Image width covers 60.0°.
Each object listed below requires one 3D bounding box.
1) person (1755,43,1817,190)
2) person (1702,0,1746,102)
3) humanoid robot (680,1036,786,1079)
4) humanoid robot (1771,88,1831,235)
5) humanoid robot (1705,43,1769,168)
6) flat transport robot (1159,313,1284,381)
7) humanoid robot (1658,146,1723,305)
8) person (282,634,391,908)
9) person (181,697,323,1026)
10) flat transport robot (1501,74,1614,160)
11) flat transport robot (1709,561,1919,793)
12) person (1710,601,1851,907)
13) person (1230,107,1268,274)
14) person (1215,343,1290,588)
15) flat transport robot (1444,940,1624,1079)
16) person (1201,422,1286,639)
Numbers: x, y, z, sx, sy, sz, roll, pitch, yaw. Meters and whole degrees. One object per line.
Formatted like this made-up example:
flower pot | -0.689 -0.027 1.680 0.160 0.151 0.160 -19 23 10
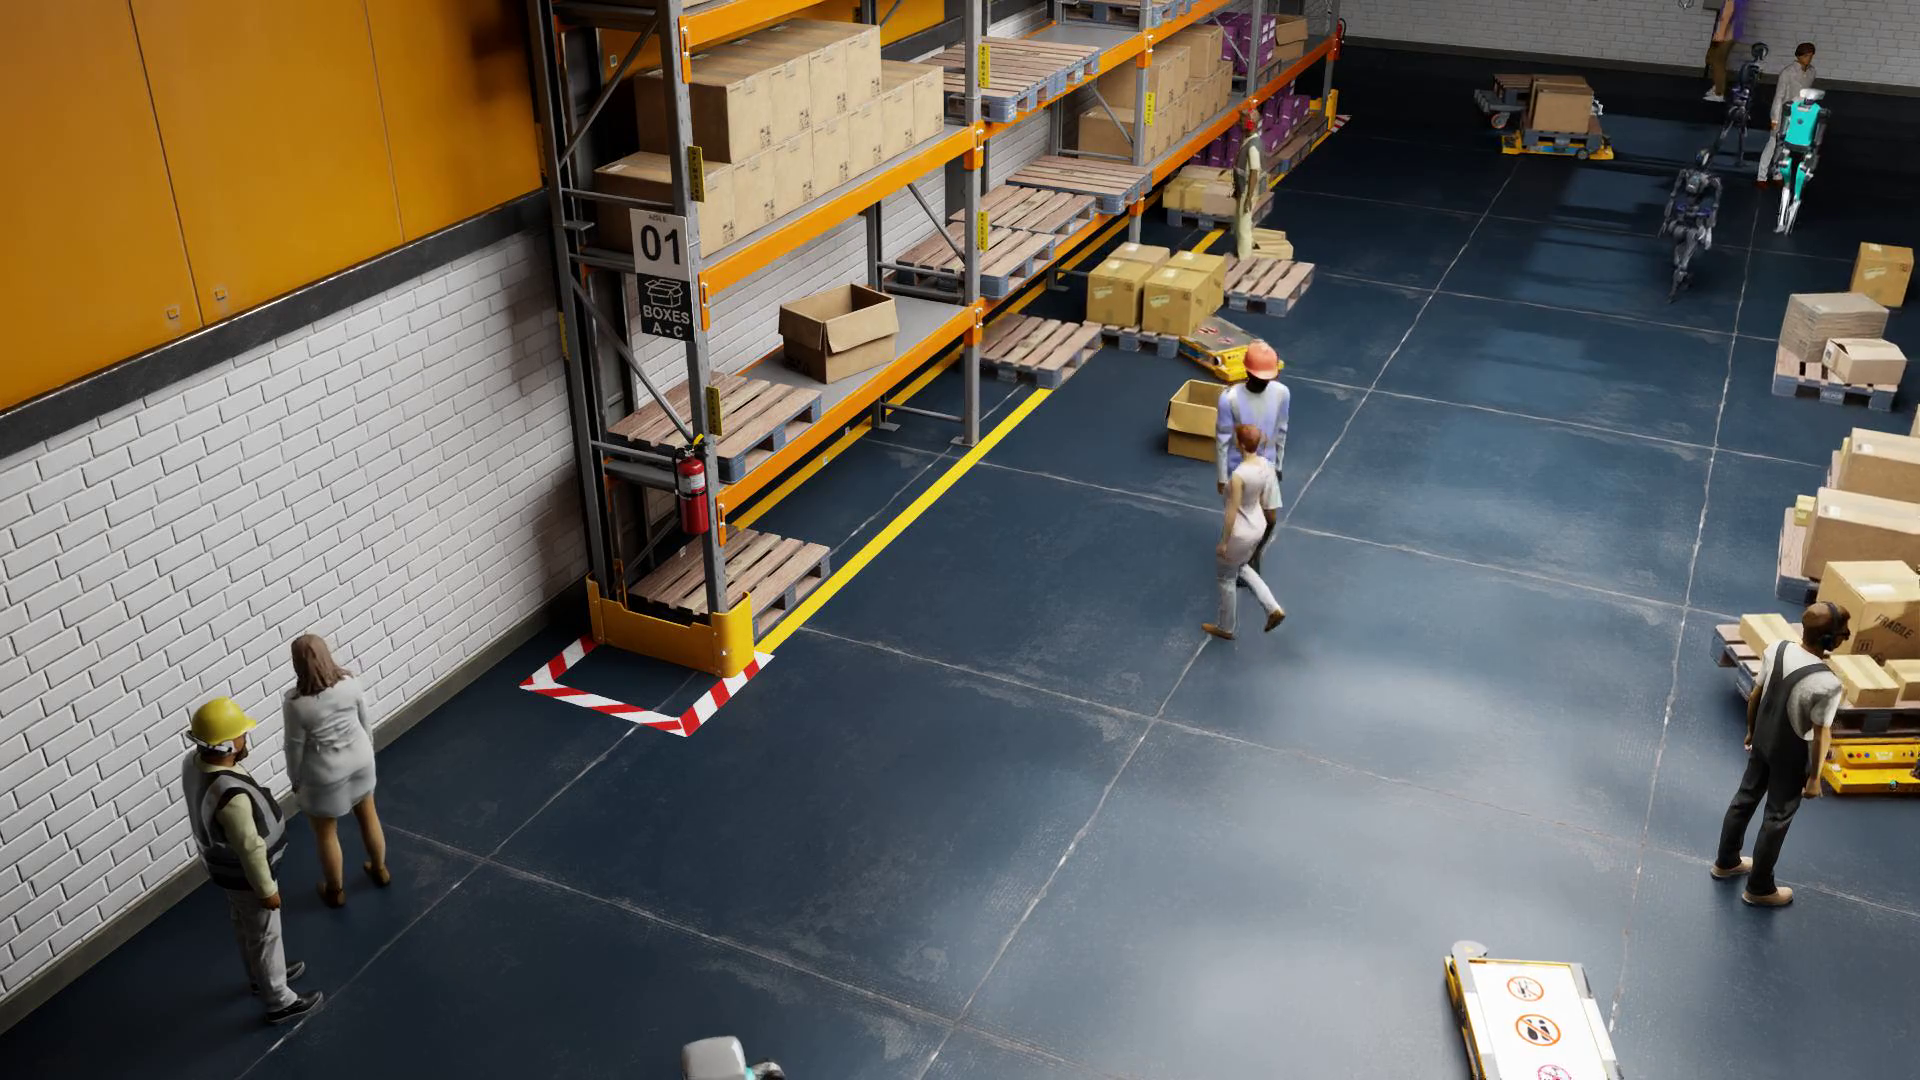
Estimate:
person | 10.473 -5.344 20.994 0.515 1.829 0.361 -6 29 -12
person | 11.536 -7.599 25.091 0.490 1.915 0.549 16 32 27
humanoid robot | -0.781 2.748 6.189 0.537 1.879 0.733 -12 31 -21
humanoid robot | 9.773 -4.346 19.338 0.737 1.871 0.539 -23 36 -36
humanoid robot | 10.269 -5.713 21.863 0.633 1.634 0.609 3 28 5
flat transport robot | 2.469 -1.926 16.300 0.659 0.231 1.431 -15 32 -25
humanoid robot | 7.698 -3.322 17.433 0.692 1.636 0.599 -21 35 -33
person | -3.379 1.232 8.982 0.339 1.656 0.486 25 37 38
person | -3.503 1.574 8.177 0.403 1.825 0.589 -22 35 -35
flat transport robot | 8.172 -5.415 22.769 1.431 0.231 0.659 7 29 13
flat transport robot | 5.613 1.123 10.647 0.659 0.231 1.431 -1 28 -2
person | 4.429 1.146 8.946 0.325 1.842 0.513 -9 30 -16
person | 3.116 -3.762 18.067 0.429 1.830 0.595 2 28 3
person | 2.094 -0.497 11.908 0.552 1.917 0.549 -4 29 -8
flat transport robot | 2.811 2.517 8.062 0.659 0.231 1.431 2 28 4
person | 1.956 -0.023 11.325 0.487 1.645 0.447 22 35 34
